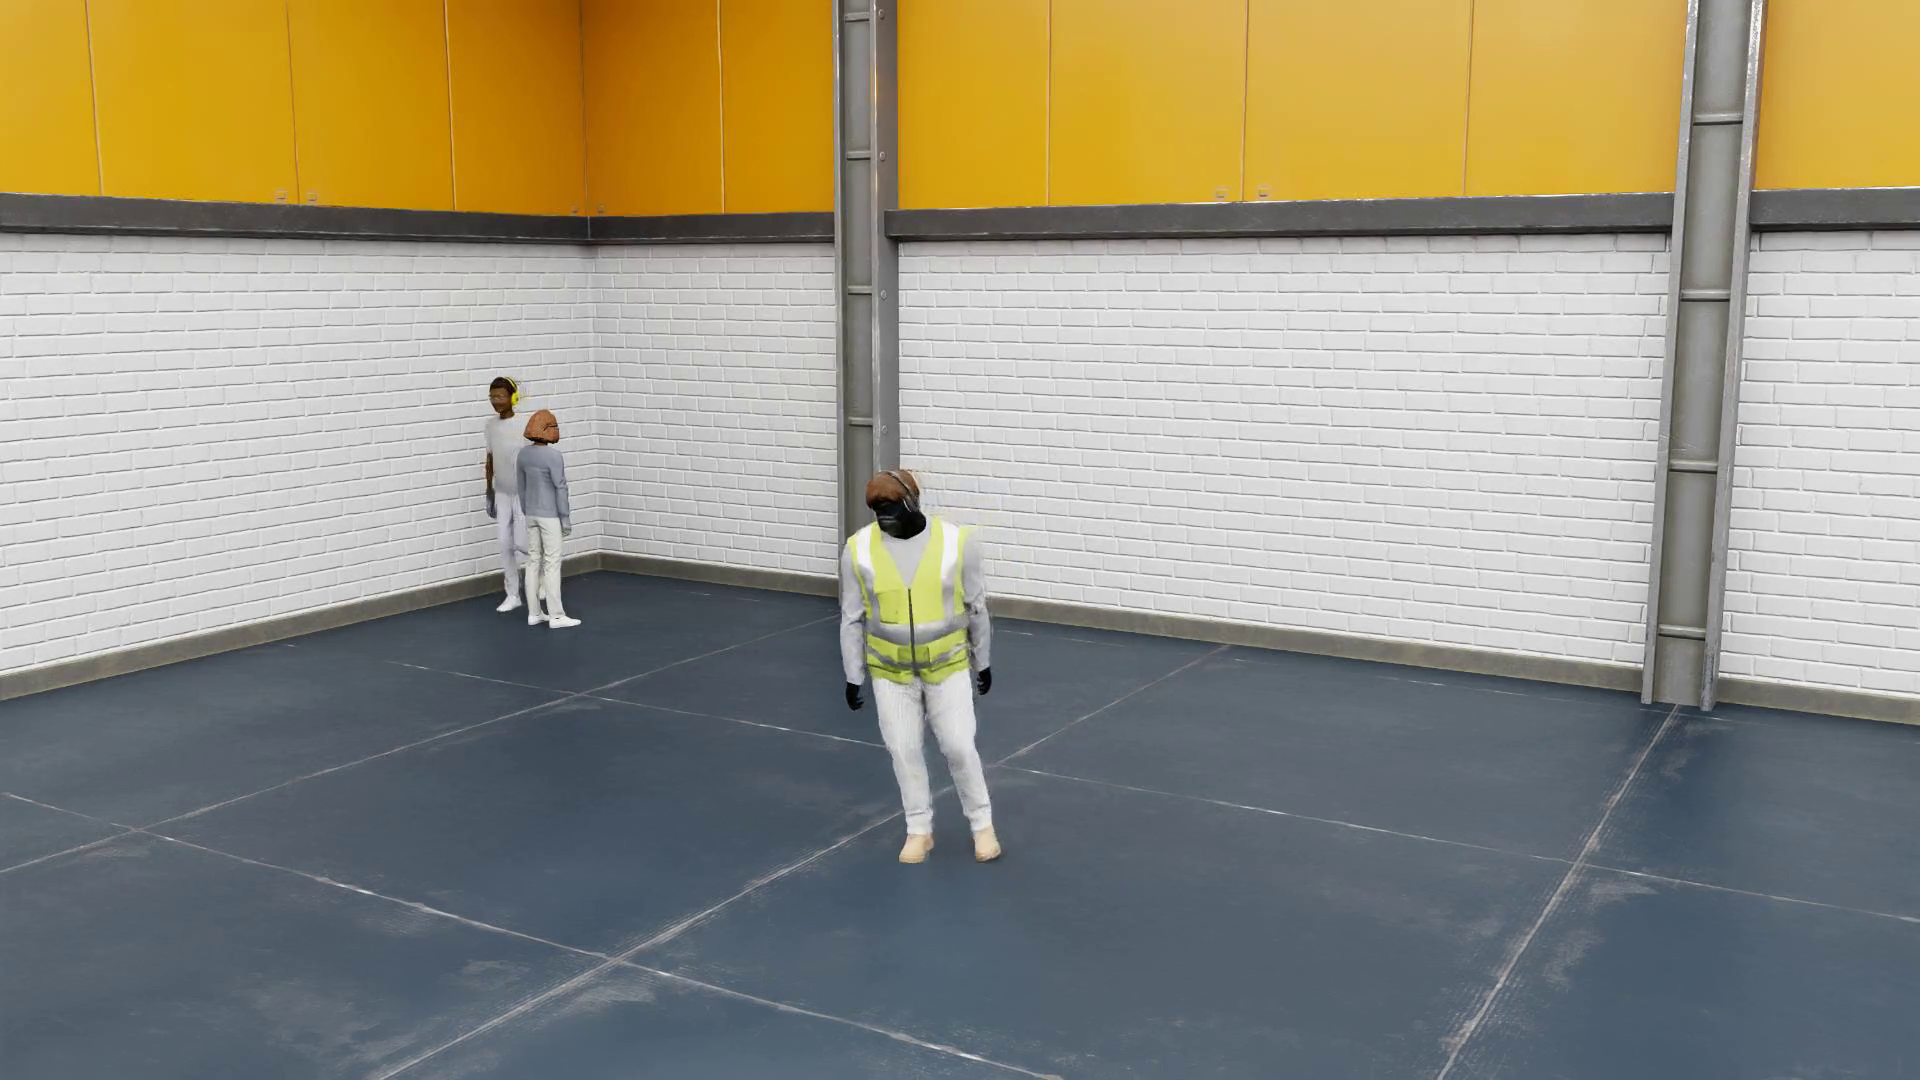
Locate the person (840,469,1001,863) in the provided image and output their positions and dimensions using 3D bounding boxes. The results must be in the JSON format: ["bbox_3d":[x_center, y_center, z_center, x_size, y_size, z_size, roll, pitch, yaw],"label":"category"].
[{"bbox_3d":[-0.200,0.572,7.410,0.668,1.802,0.437,0,9,2],"label":"person"}]

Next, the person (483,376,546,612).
[{"bbox_3d":[-3.482,-0.368,13.095,0.515,1.858,0.478,4,10,22],"label":"person"}]

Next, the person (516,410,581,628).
[{"bbox_3d":[-3.106,-0.158,12.471,0.497,1.634,0.279,7,11,36],"label":"person"}]
